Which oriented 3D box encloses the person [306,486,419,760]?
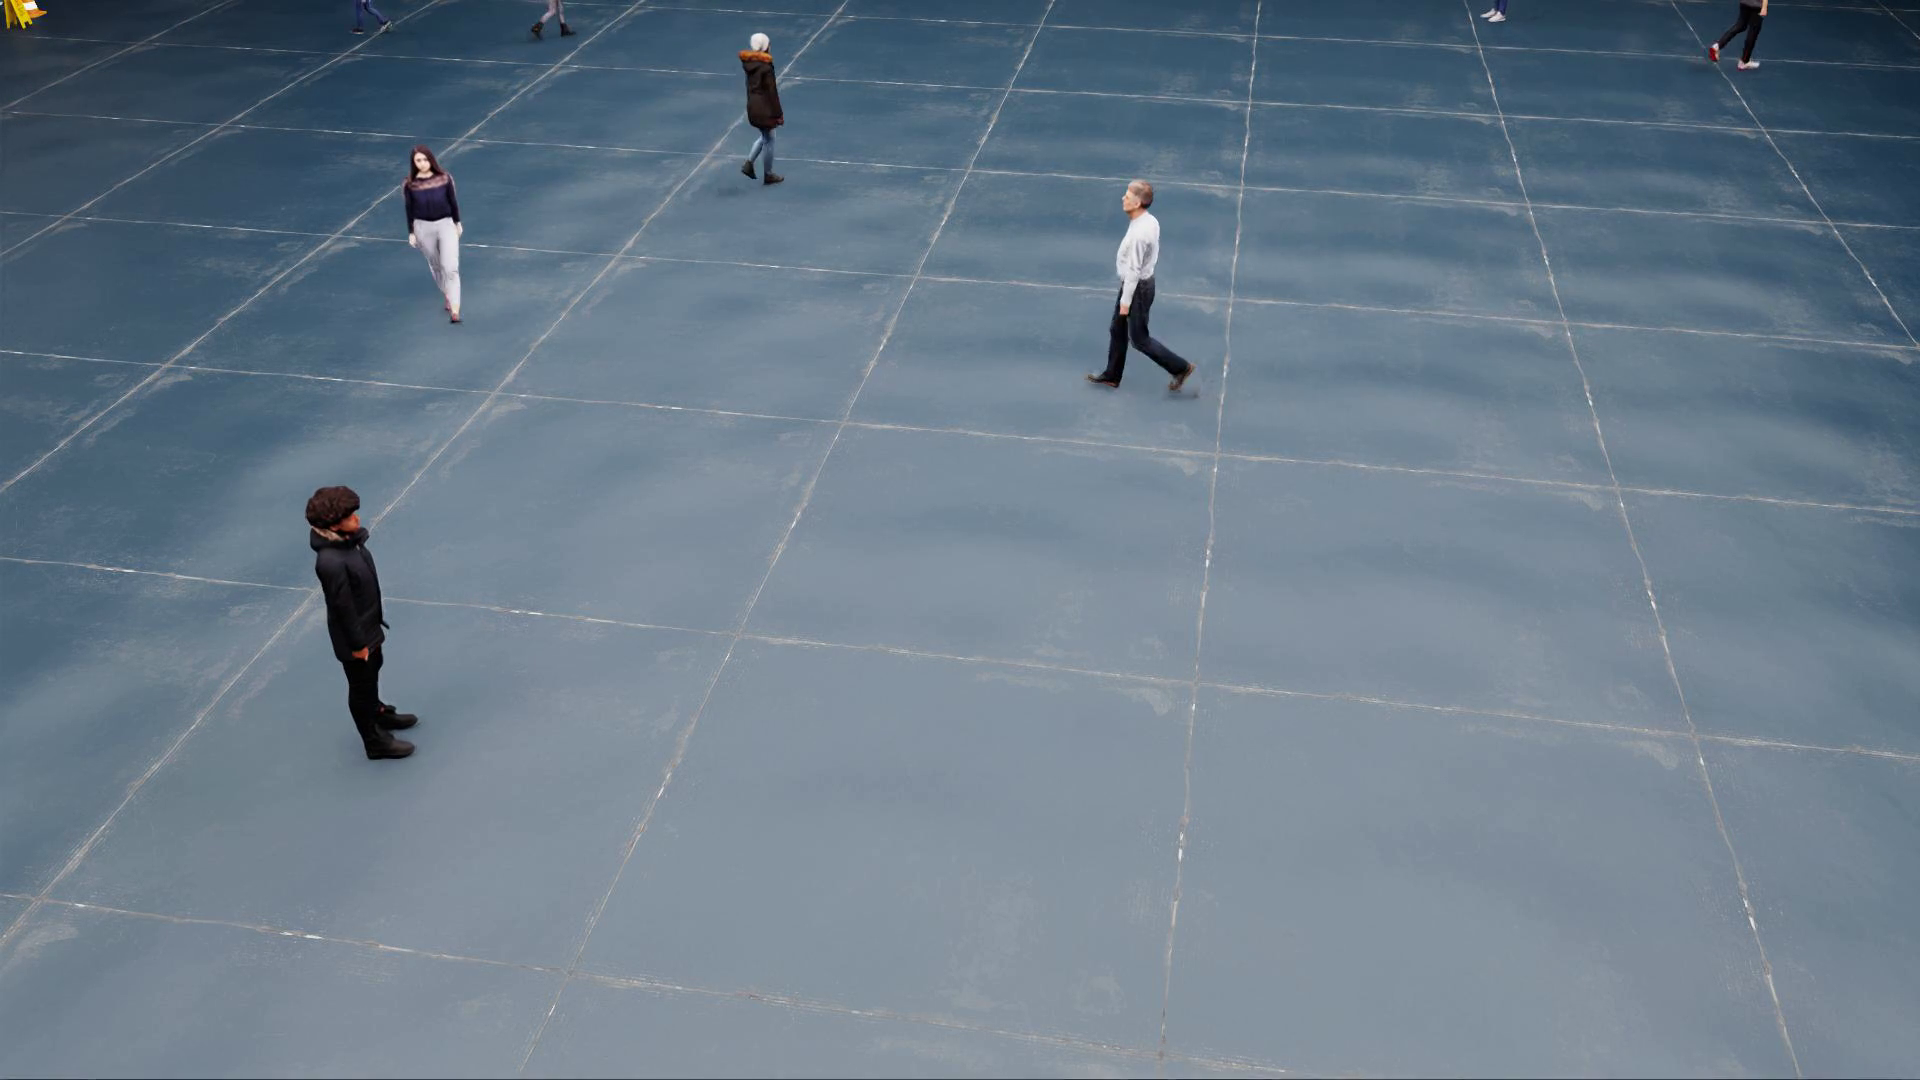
[{"bbox_3d":[-3.477,0.467,9.540,0.690,1.771,0.705,-5,33,-8],"label":"person"}]

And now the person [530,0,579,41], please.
[{"bbox_3d":[-5.592,-7.415,22.514,0.928,1.259,0.771,-12,34,-18],"label":"person"}]

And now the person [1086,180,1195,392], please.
[{"bbox_3d":[1.506,-2.001,13.428,1.105,1.798,0.650,5,33,8],"label":"person"}]

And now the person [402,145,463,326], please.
[{"bbox_3d":[-4.668,-2.741,14.813,1.033,1.572,0.932,-8,33,-12],"label":"person"}]

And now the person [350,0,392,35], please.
[{"bbox_3d":[-8.151,-7.505,22.814,0.821,1.093,0.598,-5,33,-7],"label":"person"}]

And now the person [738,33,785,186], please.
[{"bbox_3d":[-2.137,-4.529,17.597,0.862,1.625,0.804,-24,40,-33],"label":"person"}]

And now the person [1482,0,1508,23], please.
[{"bbox_3d":[7.630,-8.165,23.252,0.561,1.742,0.609,-2,32,-3],"label":"person"}]

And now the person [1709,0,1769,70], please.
[{"bbox_3d":[10.026,-6.859,21.175,1.035,1.747,0.859,-6,33,-10],"label":"person"}]
